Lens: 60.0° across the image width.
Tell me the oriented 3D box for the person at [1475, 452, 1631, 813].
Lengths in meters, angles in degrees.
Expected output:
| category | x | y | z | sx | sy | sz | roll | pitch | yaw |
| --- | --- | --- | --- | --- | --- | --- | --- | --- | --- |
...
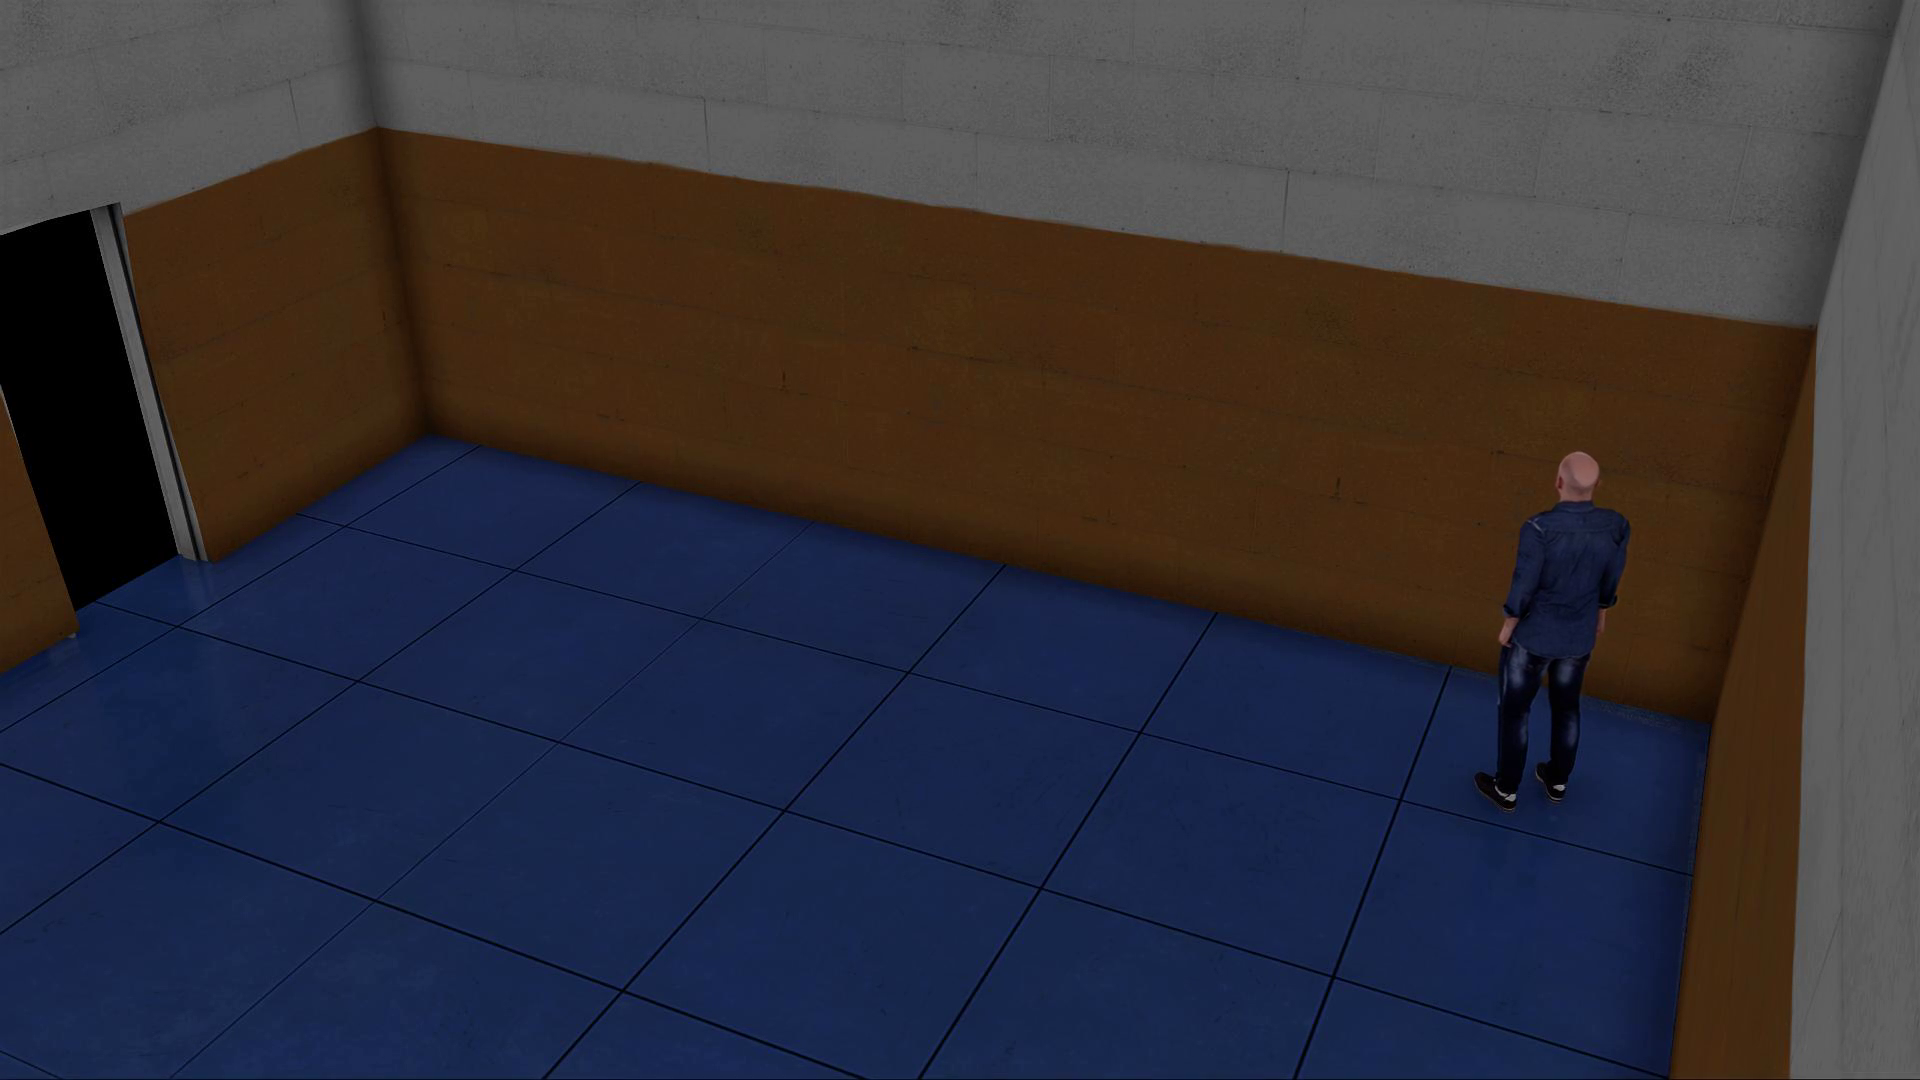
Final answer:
| category | x | y | z | sx | sy | sz | roll | pitch | yaw |
| --- | --- | --- | --- | --- | --- | --- | --- | --- | --- |
| person | 2.727 | 0.433 | 7.683 | 0.759 | 1.824 | 0.862 | -6 | 29 | -11 |
